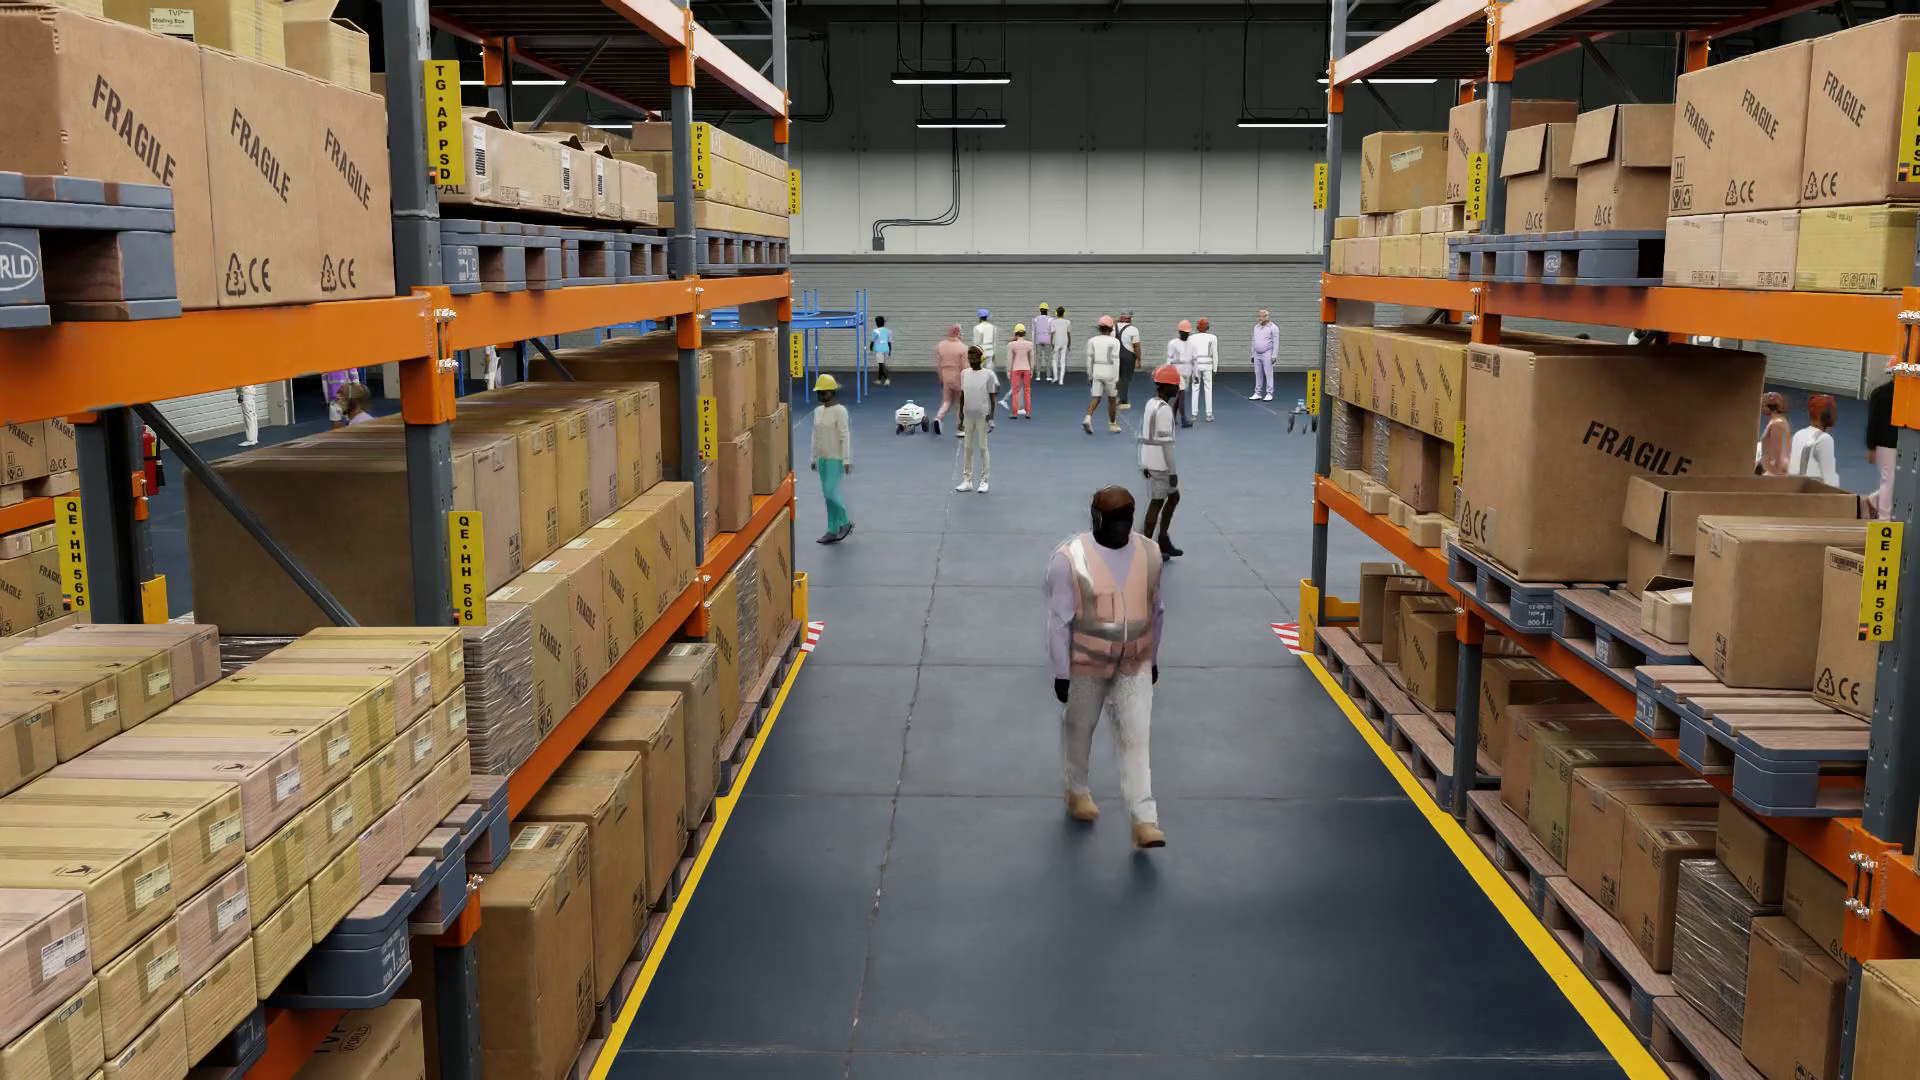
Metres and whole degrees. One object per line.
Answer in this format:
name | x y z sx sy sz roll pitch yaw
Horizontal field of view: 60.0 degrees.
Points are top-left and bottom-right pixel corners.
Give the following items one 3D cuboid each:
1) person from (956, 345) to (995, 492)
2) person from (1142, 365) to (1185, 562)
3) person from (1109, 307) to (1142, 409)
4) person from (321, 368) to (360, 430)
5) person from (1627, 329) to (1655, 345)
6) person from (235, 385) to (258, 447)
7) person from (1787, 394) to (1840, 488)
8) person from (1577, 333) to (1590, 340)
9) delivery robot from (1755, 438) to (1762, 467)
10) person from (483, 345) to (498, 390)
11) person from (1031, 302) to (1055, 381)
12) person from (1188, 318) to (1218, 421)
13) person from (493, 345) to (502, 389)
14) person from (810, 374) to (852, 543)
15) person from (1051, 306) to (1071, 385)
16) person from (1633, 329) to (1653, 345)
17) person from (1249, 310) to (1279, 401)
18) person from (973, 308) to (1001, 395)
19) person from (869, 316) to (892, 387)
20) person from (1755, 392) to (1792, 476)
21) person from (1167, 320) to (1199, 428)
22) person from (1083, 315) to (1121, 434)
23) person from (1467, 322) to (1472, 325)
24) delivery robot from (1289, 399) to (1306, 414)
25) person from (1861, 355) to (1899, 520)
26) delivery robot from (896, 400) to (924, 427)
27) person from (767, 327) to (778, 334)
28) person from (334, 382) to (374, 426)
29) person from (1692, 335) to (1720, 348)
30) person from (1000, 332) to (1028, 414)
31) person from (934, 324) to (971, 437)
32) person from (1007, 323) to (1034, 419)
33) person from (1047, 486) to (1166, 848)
person | 0.200 -1.544 21.129 0.517 1.865 0.327 5 11 25
person | 2.016 -0.738 16.123 0.623 1.915 0.583 -1 10 -7
person | 3.363 -3.621 33.165 0.713 2.000 0.728 9 13 43
person | -8.890 -2.049 23.956 0.542 1.929 0.374 1 10 5
person | 13.882 -3.674 34.000 0.636 1.821 0.430 -2 10 -13
person | -11.325 -2.308 26.371 0.307 1.641 0.513 -2 10 -10
person | 6.978 -0.285 13.698 0.997 1.838 0.590 2 10 10
person | 10.766 -2.738 28.806 0.545 1.674 0.501 6 11 31
delivery robot | 10.861 -1.147 22.493 0.477 0.478 0.707 2 9 10
person | -8.450 -3.013 29.947 0.326 1.863 0.505 1 10 5
person | 2.043 -4.864 40.830 0.590 1.923 0.383 2 10 9
person | 4.460 -3.141 30.633 0.573 1.883 0.353 2 10 14
person | -6.342 -1.928 23.272 0.430 1.910 0.616 -5 11 -30
person | -1.359 -0.836 17.186 0.358 1.751 0.552 -8 12 -39
person | 2.409 -4.661 39.830 0.529 1.853 0.533 -1 10 -4
person | 12.136 -3.008 30.035 0.847 1.812 0.654 3 10 18
person | 6.388 -3.887 35.035 0.403 1.904 0.651 -8 13 -41
person | 0.547 -4.006 35.691 0.613 1.928 0.643 -8 12 -38
person | -1.829 -4.433 39.081 0.521 1.650 0.858 -8 13 -41
person | 8.128 -0.678 16.699 0.637 1.613 0.518 6 11 33
person | 3.931 -2.975 29.625 0.541 1.895 0.970 -4 10 -24
person | 2.433 -2.796 28.176 0.622 2.018 0.882 7 12 35
person | 10.433 -3.629 34.109 0.316 1.697 0.542 -5 11 -28
delivery robot | 5.886 -2.312 28.703 0.335 0.223 0.698 4 10 22
person | 9.893 -1.028 17.698 0.626 1.971 0.672 -2 10 -12
delivery robot | -0.855 -2.156 28.549 0.477 0.478 0.707 2 10 14
person | -3.542 -3.364 31.836 0.367 1.934 0.630 -1 10 -8
person | -5.106 -0.355 13.856 0.819 1.908 0.648 -2 10 -11
person | 14.361 -3.358 32.084 0.526 1.829 0.444 7 12 38
person | 1.073 -3.233 31.982 0.469 1.613 0.544 -4 10 -23
person | -0.101 -2.642 27.602 0.662 1.891 0.642 7 12 37
person | 1.124 -3.148 31.018 0.525 1.772 0.304 -3 10 -15
person | 0.756 0.619 8.377 0.647 1.790 0.985 -3 10 -16
